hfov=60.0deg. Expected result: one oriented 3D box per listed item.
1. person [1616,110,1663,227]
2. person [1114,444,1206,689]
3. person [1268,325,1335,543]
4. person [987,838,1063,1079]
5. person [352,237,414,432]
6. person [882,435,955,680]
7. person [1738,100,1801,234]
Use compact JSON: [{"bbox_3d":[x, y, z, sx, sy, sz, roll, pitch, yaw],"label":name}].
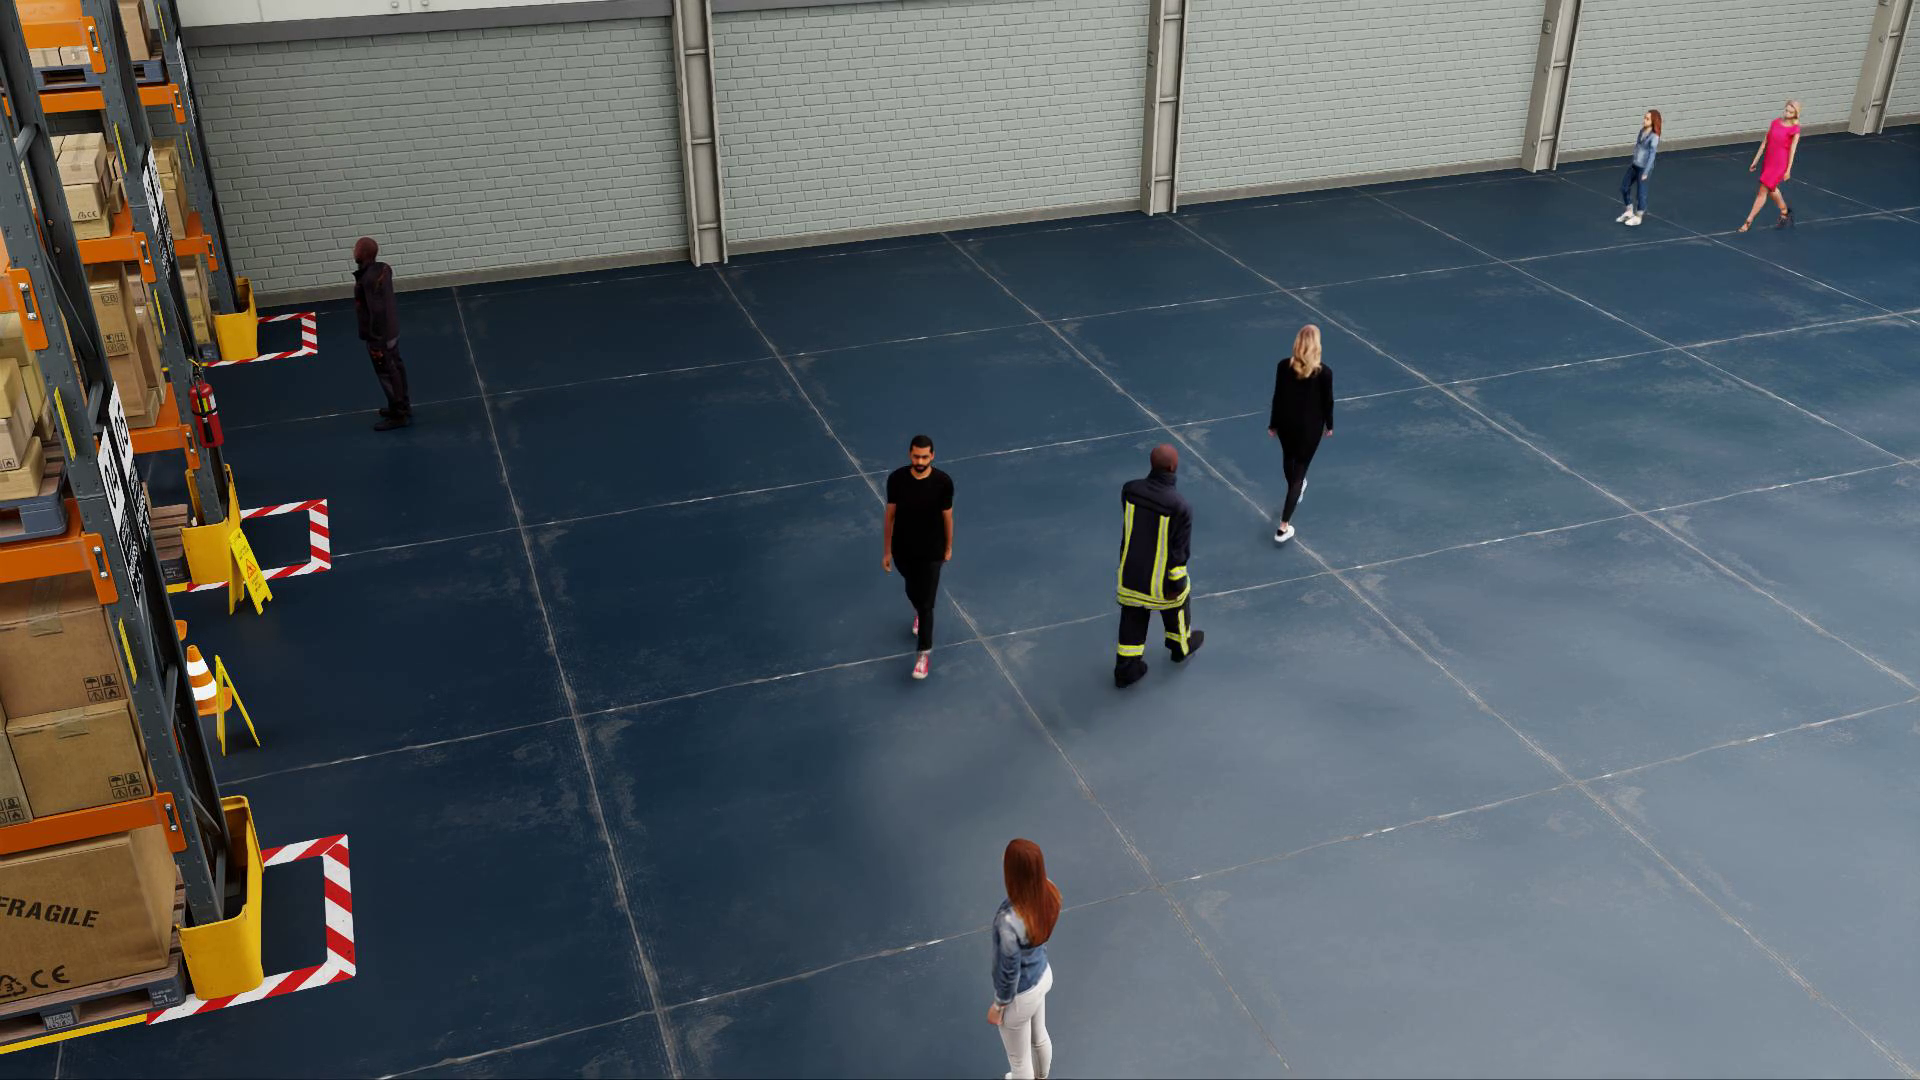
[{"bbox_3d":[8.691,-4.708,21.037,0.575,1.469,0.620,-6,29,-12],"label":"person"},{"bbox_3d":[1.281,0.206,11.465,1.063,1.793,1.202,20,34,32],"label":"person"},{"bbox_3d":[2.710,-0.820,13.439,1.143,1.748,1.235,14,31,24],"label":"person"},{"bbox_3d":[0.314,2.134,7.940,0.743,1.702,0.672,14,31,24],"label":"person"},{"bbox_3d":[-5.358,-1.937,15.455,0.675,1.826,0.747,-3,28,-6],"label":"person"},{"bbox_3d":[-0.294,0.029,11.882,1.197,1.715,1.079,4,28,8],"label":"person"},{"bbox_3d":[10.205,-4.643,20.702,1.017,1.670,0.630,-7,29,-13],"label":"person"}]
